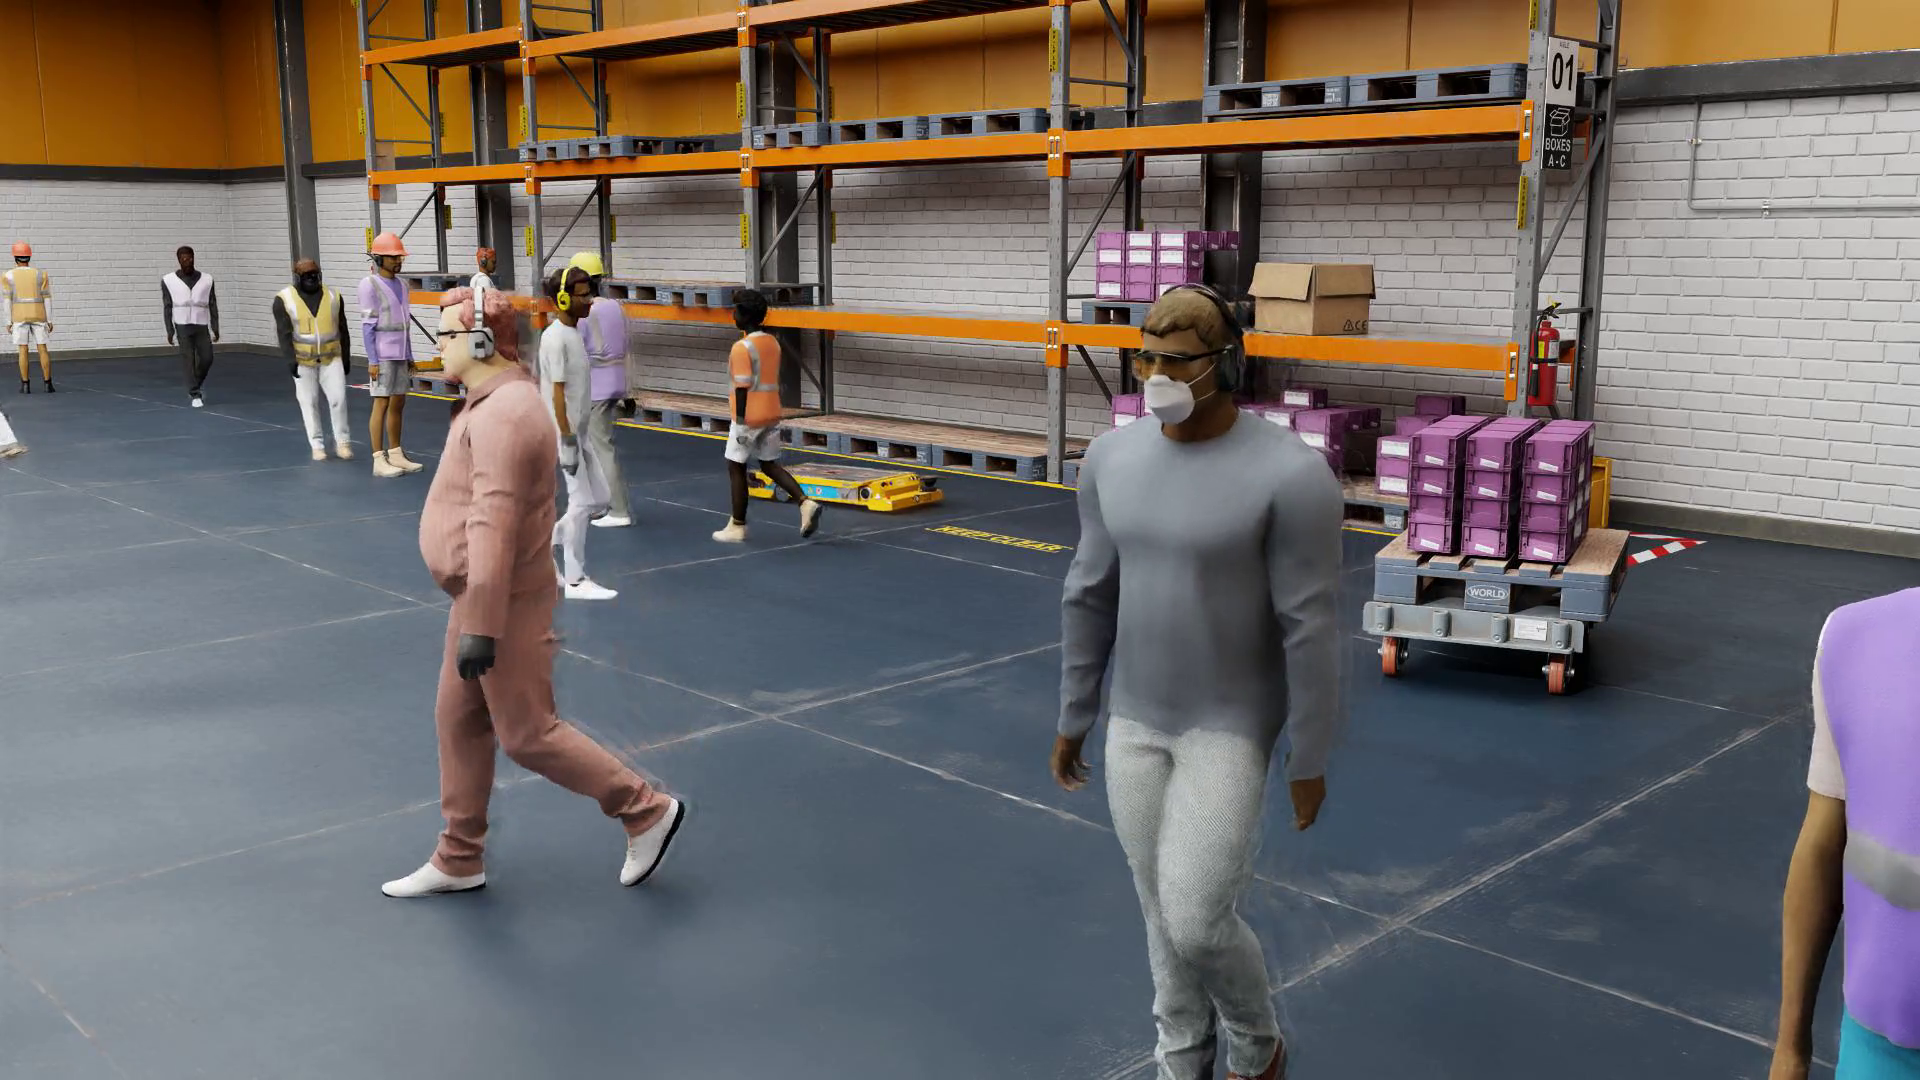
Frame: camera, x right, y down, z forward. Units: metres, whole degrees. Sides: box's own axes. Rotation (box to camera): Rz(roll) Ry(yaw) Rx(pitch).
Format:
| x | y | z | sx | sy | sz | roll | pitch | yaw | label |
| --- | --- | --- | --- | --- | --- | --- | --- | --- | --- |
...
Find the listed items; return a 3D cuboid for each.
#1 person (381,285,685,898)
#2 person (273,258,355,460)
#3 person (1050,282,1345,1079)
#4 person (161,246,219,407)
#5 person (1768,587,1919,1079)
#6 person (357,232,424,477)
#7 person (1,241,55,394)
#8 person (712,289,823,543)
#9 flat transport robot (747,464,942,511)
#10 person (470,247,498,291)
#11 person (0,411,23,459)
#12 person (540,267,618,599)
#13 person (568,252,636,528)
| x | y | z | sx | sy | sz | roll | pitch | yaw | label |
| --- | --- | --- | --- | --- | --- | --- | --- | --- | --- |
| -1.309 | 0.178 | 5.022 | 0.852 | 1.883 | 0.640 | -3 | 11 | -17 | person |
| -5.748 | -1.594 | 14.857 | 0.644 | 1.812 | 0.672 | -6 | 12 | -30 | person |
| 0.479 | 0.418 | 3.577 | 0.436 | 1.921 | 0.643 | -10 | 14 | -43 | person |
| -9.126 | -2.533 | 19.736 | 0.608 | 1.902 | 0.533 | -8 | 13 | -36 | person |
| 1.422 | 0.719 | 2.249 | 0.517 | 1.828 | 0.605 | -10 | 14 | -42 | person |
| -4.790 | -1.562 | 14.055 | 0.397 | 2.043 | 0.609 | 3 | 11 | 15 | person |
| -11.930 | -2.841 | 21.307 | 0.545 | 1.942 | 0.352 | -7 | 12 | -32 | person |
| -1.286 | -0.798 | 10.857 | 0.703 | 1.678 | 0.536 | 5 | 11 | 24 | person |
| -0.904 | -0.419 | 12.657 | 1.431 | 0.197 | 0.652 | 7 | 12 | 33 | flat transport robot |
| -5.312 | -2.332 | 18.684 | 0.354 | 1.886 | 0.572 | -5 | 12 | -27 | person |
| -9.007 | -1.608 | 14.920 | 1.014 | 1.837 | 0.569 | 0 | 10 | 2 | person |
| -2.154 | -0.576 | 9.200 | 0.446 | 1.852 | 0.545 | 0 | 10 | -1 | person |
| -2.593 | -1.036 | 11.572 | 0.748 | 1.899 | 0.635 | 4 | 11 | 19 | person |
